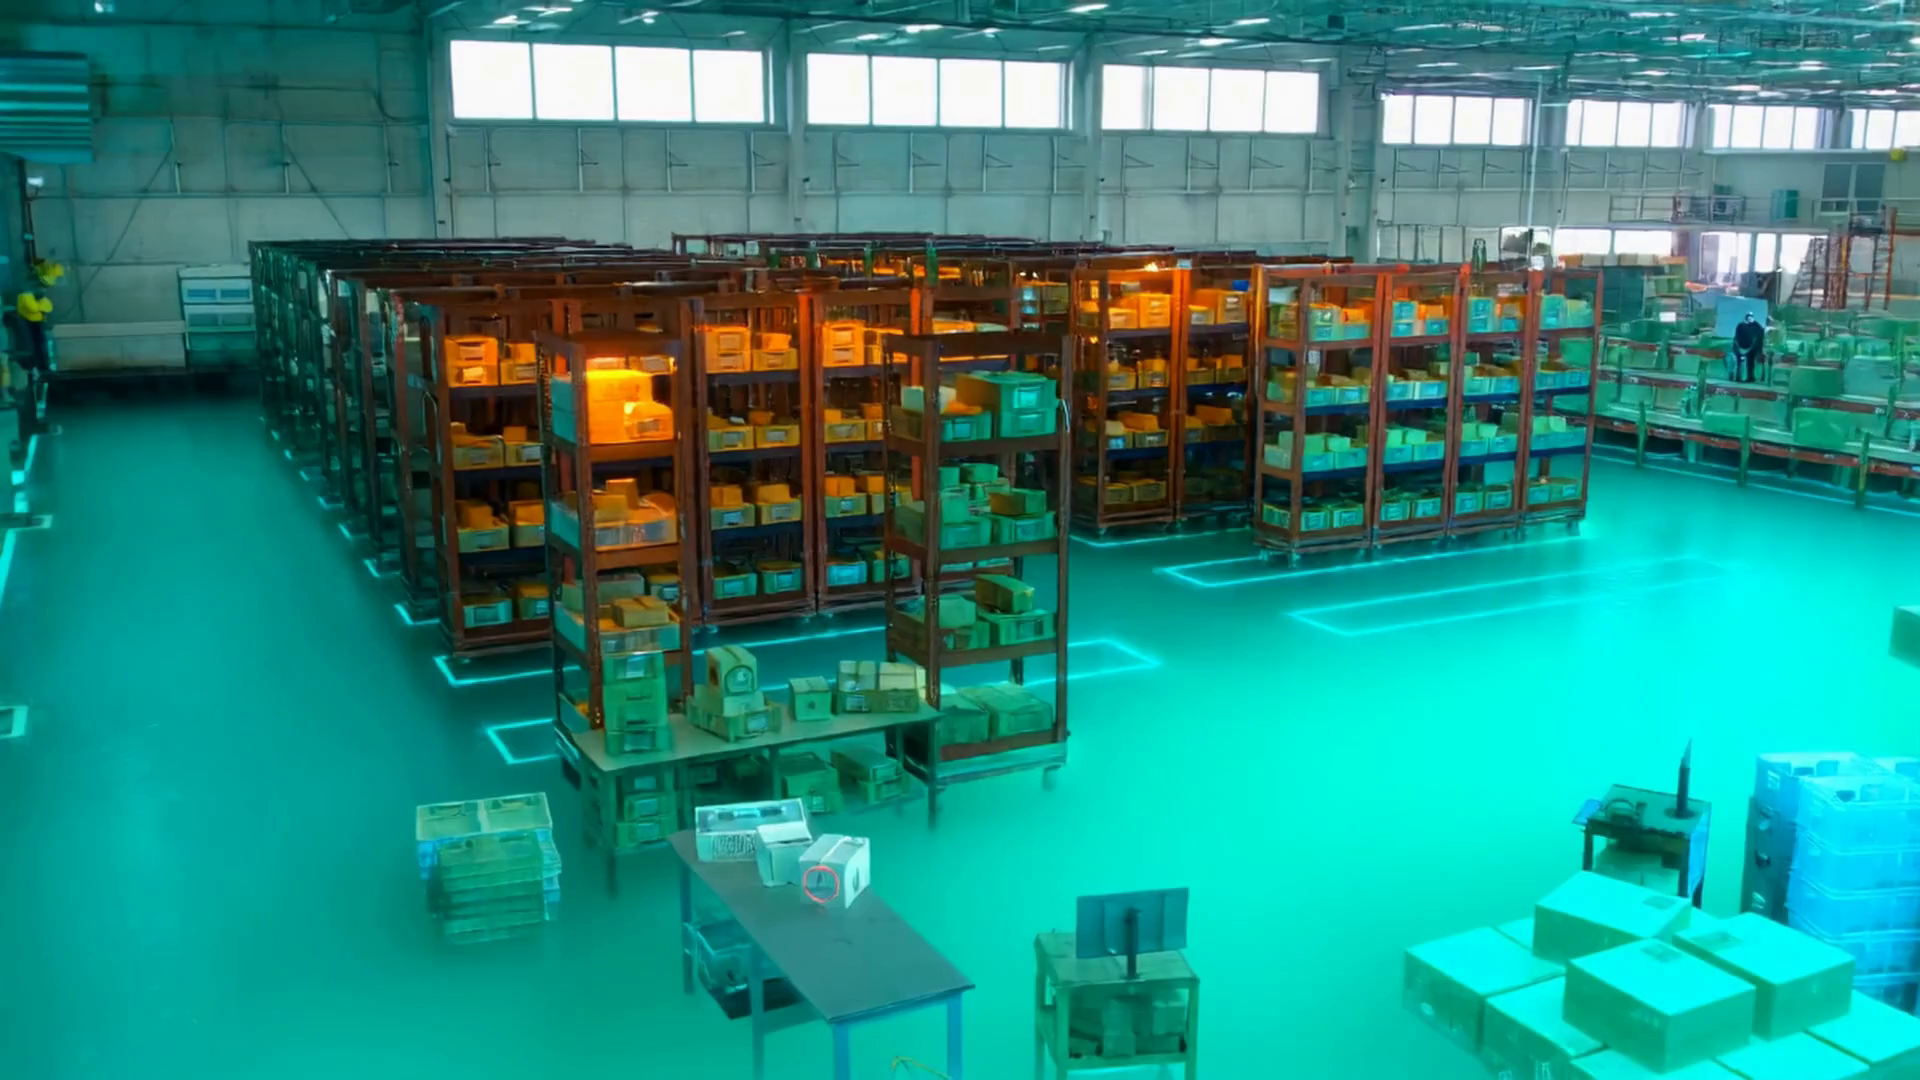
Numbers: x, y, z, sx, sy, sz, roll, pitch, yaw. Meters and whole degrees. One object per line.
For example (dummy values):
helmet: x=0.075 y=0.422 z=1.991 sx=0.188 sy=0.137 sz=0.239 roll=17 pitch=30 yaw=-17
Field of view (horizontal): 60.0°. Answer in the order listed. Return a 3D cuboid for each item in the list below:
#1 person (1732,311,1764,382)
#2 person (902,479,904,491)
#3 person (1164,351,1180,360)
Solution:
person: x=17.828 y=-4.248 z=37.709 sx=0.400 sy=1.897 sz=0.642 roll=-9 pitch=15 yaw=-36
person: x=-1.128 y=-1.611 z=25.219 sx=0.628 sy=1.945 sz=0.980 roll=-11 pitch=16 yaw=-42
person: x=4.879 y=-4.264 z=38.155 sx=0.538 sy=1.720 sz=0.788 roll=-3 pitch=12 yaw=-13
